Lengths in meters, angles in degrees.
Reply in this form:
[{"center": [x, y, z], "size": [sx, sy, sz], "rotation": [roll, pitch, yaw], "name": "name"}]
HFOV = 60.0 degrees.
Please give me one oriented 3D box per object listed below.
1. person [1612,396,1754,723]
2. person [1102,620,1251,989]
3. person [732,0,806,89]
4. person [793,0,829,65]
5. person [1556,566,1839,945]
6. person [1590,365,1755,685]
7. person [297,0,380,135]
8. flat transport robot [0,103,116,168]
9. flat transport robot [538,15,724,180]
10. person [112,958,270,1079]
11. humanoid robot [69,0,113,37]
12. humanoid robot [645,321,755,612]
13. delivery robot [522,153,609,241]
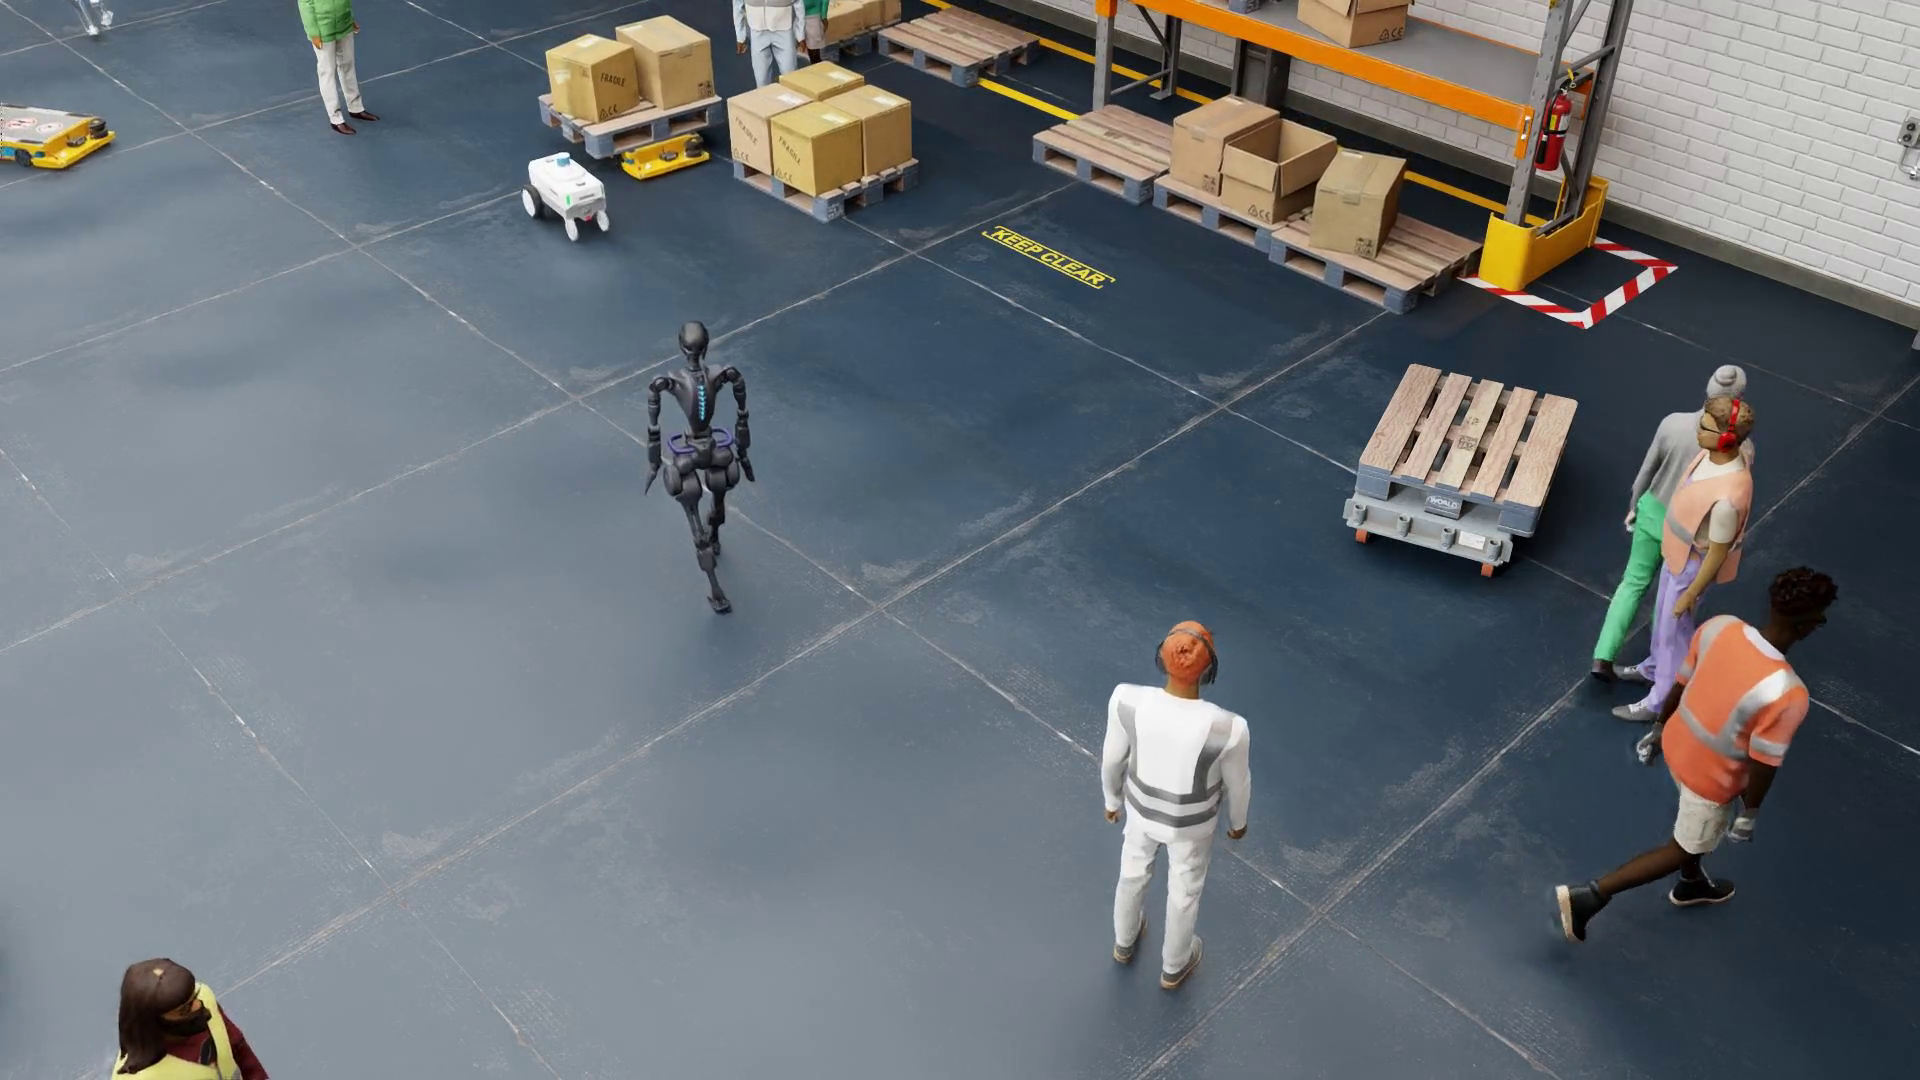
[{"center": [3.552, 0.116, 8.072], "size": [0.374, 1.843, 0.569], "rotation": [9, 38, 12], "name": "person"}, {"center": [0.871, 1.089, 6.754], "size": [0.591, 1.880, 0.401], "rotation": [15, 40, 19], "name": "person"}, {"center": [-1.565, -4.201, 13.741], "size": [0.597, 1.907, 0.413], "rotation": [0, 37, 1], "name": "person"}, {"center": [-1.361, -4.516, 14.201], "size": [0.501, 1.848, 0.381], "rotation": [-1, 37, -2], "name": "person"}, {"center": [3.052, 0.940, 6.934], "size": [0.909, 1.914, 0.630], "rotation": [-7, 38, -9], "name": "person"}, {"center": [3.597, -0.078, 8.372], "size": [0.527, 1.803, 0.897], "rotation": [25, 44, 30], "name": "person"}, {"center": [-5.309, -4.345, 14.032], "size": [0.384, 1.782, 0.536], "rotation": [15, 39, 18], "name": "person"}, {"center": [-7.978, -3.426, 14.069], "size": [1.431, 0.231, 0.659], "rotation": [10, 38, 13], "name": "flat transport robot"}, {"center": [-2.772, -3.443, 14.092], "size": [0.659, 0.231, 1.431], "rotation": [-25, 44, -29], "name": "flat transport robot"}, {"center": [-2.402, 2.026, 5.623], "size": [0.773, 1.743, 0.501], "rotation": [1, 37, 1], "name": "person"}, {"center": [-8.374, -5.600, 15.730], "size": [0.551, 1.768, 0.906], "rotation": [-13, 39, -17], "name": "humanoid robot"}, {"center": [-1.430, -0.450, 8.997], "size": [0.609, 1.628, 0.769], "rotation": [-14, 39, -18], "name": "humanoid robot"}, {"center": [-3.048, -2.705, 12.888], "size": [0.499, 0.608, 0.801], "rotation": [-24, 43, -29], "name": "delivery robot"}]
